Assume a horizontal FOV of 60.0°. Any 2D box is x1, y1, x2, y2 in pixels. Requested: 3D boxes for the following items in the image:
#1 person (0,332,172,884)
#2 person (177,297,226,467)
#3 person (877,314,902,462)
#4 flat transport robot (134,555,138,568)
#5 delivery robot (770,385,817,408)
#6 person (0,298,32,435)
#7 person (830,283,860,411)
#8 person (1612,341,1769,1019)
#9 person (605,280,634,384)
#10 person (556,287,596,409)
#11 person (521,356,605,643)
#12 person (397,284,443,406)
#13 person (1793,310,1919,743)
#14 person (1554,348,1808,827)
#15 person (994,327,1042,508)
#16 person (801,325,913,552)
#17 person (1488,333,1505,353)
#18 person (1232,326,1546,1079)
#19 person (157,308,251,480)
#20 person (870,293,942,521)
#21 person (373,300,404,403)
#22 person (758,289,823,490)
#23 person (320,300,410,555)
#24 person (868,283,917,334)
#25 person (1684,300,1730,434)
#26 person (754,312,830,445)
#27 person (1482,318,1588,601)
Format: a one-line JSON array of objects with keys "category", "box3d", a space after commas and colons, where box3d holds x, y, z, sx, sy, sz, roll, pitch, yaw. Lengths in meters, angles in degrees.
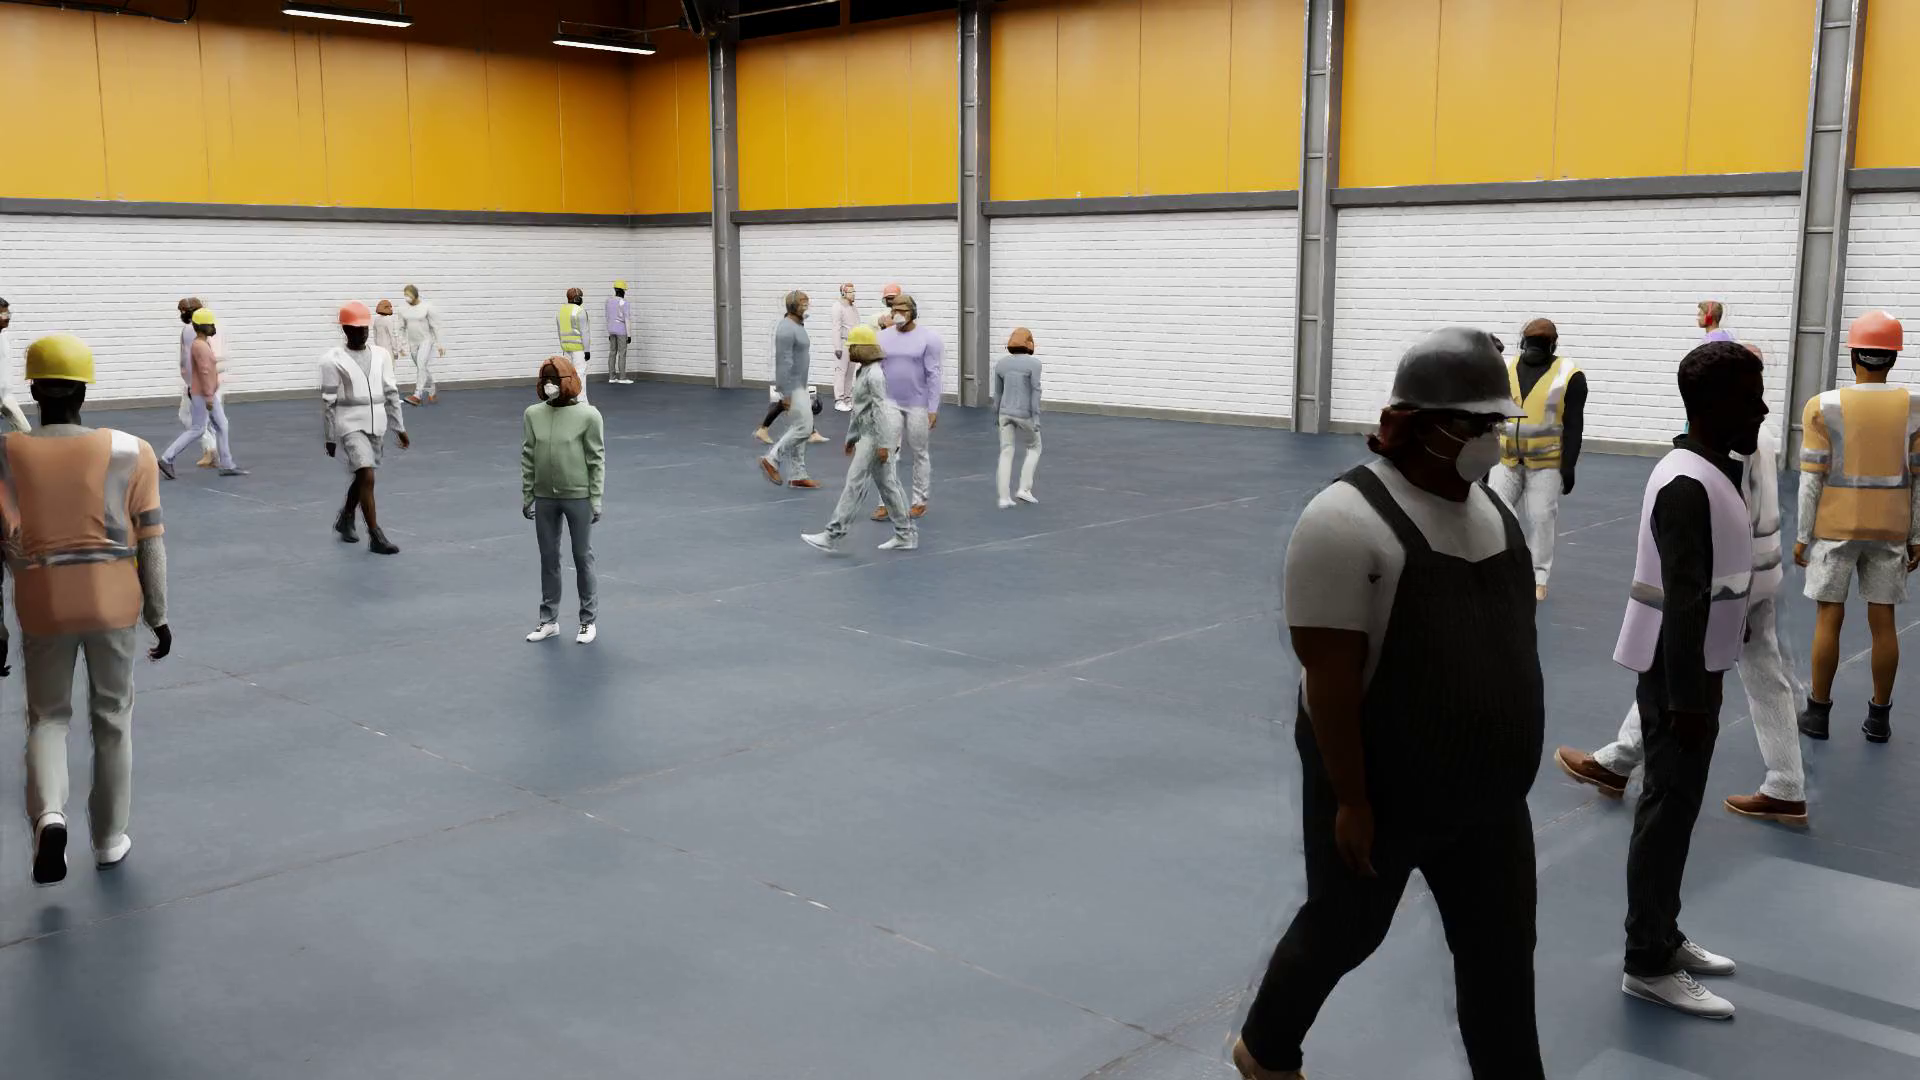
[{"category": "person", "box3d": [-3.045, 0.246, 5.717, 0.592, 1.906, 0.607, -4, 10, -22]}, {"category": "person", "box3d": [-8.047, -1.662, 17.676, 0.442, 1.818, 0.665, 0, 9, 3]}, {"category": "person", "box3d": [-0.753, -1.655, 18.241, 0.515, 1.626, 0.375, -6, 11, -33]}, {"category": "flat transport robot", "box3d": [-6.373, 0.047, 11.934, 0.652, 0.197, 1.431, -7, 12, -36]}, {"category": "delivery robot", "box3d": [-2.428, -2.142, 24.201, 0.707, 0.478, 0.477, 7, 12, 38]}, {"category": "person", "box3d": [-8.881, -1.310, 15.451, 0.593, 1.841, 0.525, 1, 9, 7]}, {"category": "person", "box3d": [-1.679, -2.889, 24.935, 0.405, 1.911, 0.636, 4, 10, 25]}, {"category": "person", "box3d": [2.108, 0.386, 4.824, 0.392, 1.919, 0.591, 5, 10, 26]}, {"category": "person", "box3d": [-6.293, -3.843, 30.757, 0.582, 1.918, 0.388, 5, 11, 30]}, {"category": "person", "box3d": [-5.732, -2.844, 24.863, 0.628, 1.843, 0.429, 7, 12, 38]}, {"category": "person", "box3d": [-2.257, -0.226, 9.446, 0.497, 1.633, 0.284, 2, 9, 12]}, {"category": "person", "box3d": [-8.402, -3.035, 25.933, 0.668, 1.880, 1.047, 2, 10, 14]}, {"category": "person", "box3d": [4.029, -0.053, 7.455, 0.545, 1.938, 0.355, 3, 10, 15]}, {"category": "person", "box3d": [2.854, 0.160, 6.450, 0.990, 1.828, 0.597, 7, 12, 38]}, {"category": "person", "box3d": [0.511, -1.089, 14.822, 0.517, 1.600, 0.507, 6, 11, 32]}, {"category": "person", "box3d": [-0.753, -0.742, 12.408, 0.896, 1.696, 0.506, -2, 9, -11]}, {"category": "person", "box3d": [2.257, -0.086, 7.955, 0.532, 1.837, 0.603, 7, 12, 37]}, {"category": "person", "box3d": [1.051, 0.483, 3.852, 0.687, 2.000, 0.932, -5, 10, -26]}, {"category": "person", "box3d": [-7.710, -1.473, 16.800, 0.825, 1.739, 0.533, -4, 10, -23]}, {"category": "person", "box3d": [-0.479, -1.099, 13.931, 0.652, 1.907, 0.818, 3, 10, 19]}, {"category": "person", "box3d": [-9.073, -2.981, 26.330, 0.499, 1.634, 0.279, 7, 11, 35]}, {"category": "person", "box3d": [-1.606, -1.422, 15.881, 0.505, 1.926, 0.649, 1, 9, 5]}, {"category": "person", "box3d": [-4.564, -0.868, 12.610, 0.986, 1.896, 0.553, 7, 12, 38]}, {"category": "person", "box3d": [-0.827, -2.134, 20.155, 0.624, 1.960, 0.971, -1, 9, -5]}, {"category": "person", "box3d": [7.283, -1.400, 16.062, 0.777, 1.826, 0.577, 7, 12, 37]}, {"category": "person", "box3d": [-2.061, -1.969, 20.064, 0.881, 1.661, 0.531, 0, 9, -2]}, {"category": "person", "box3d": [3.613, -0.501, 10.623, 0.723, 1.813, 0.431, 8, 12, 41]}]
